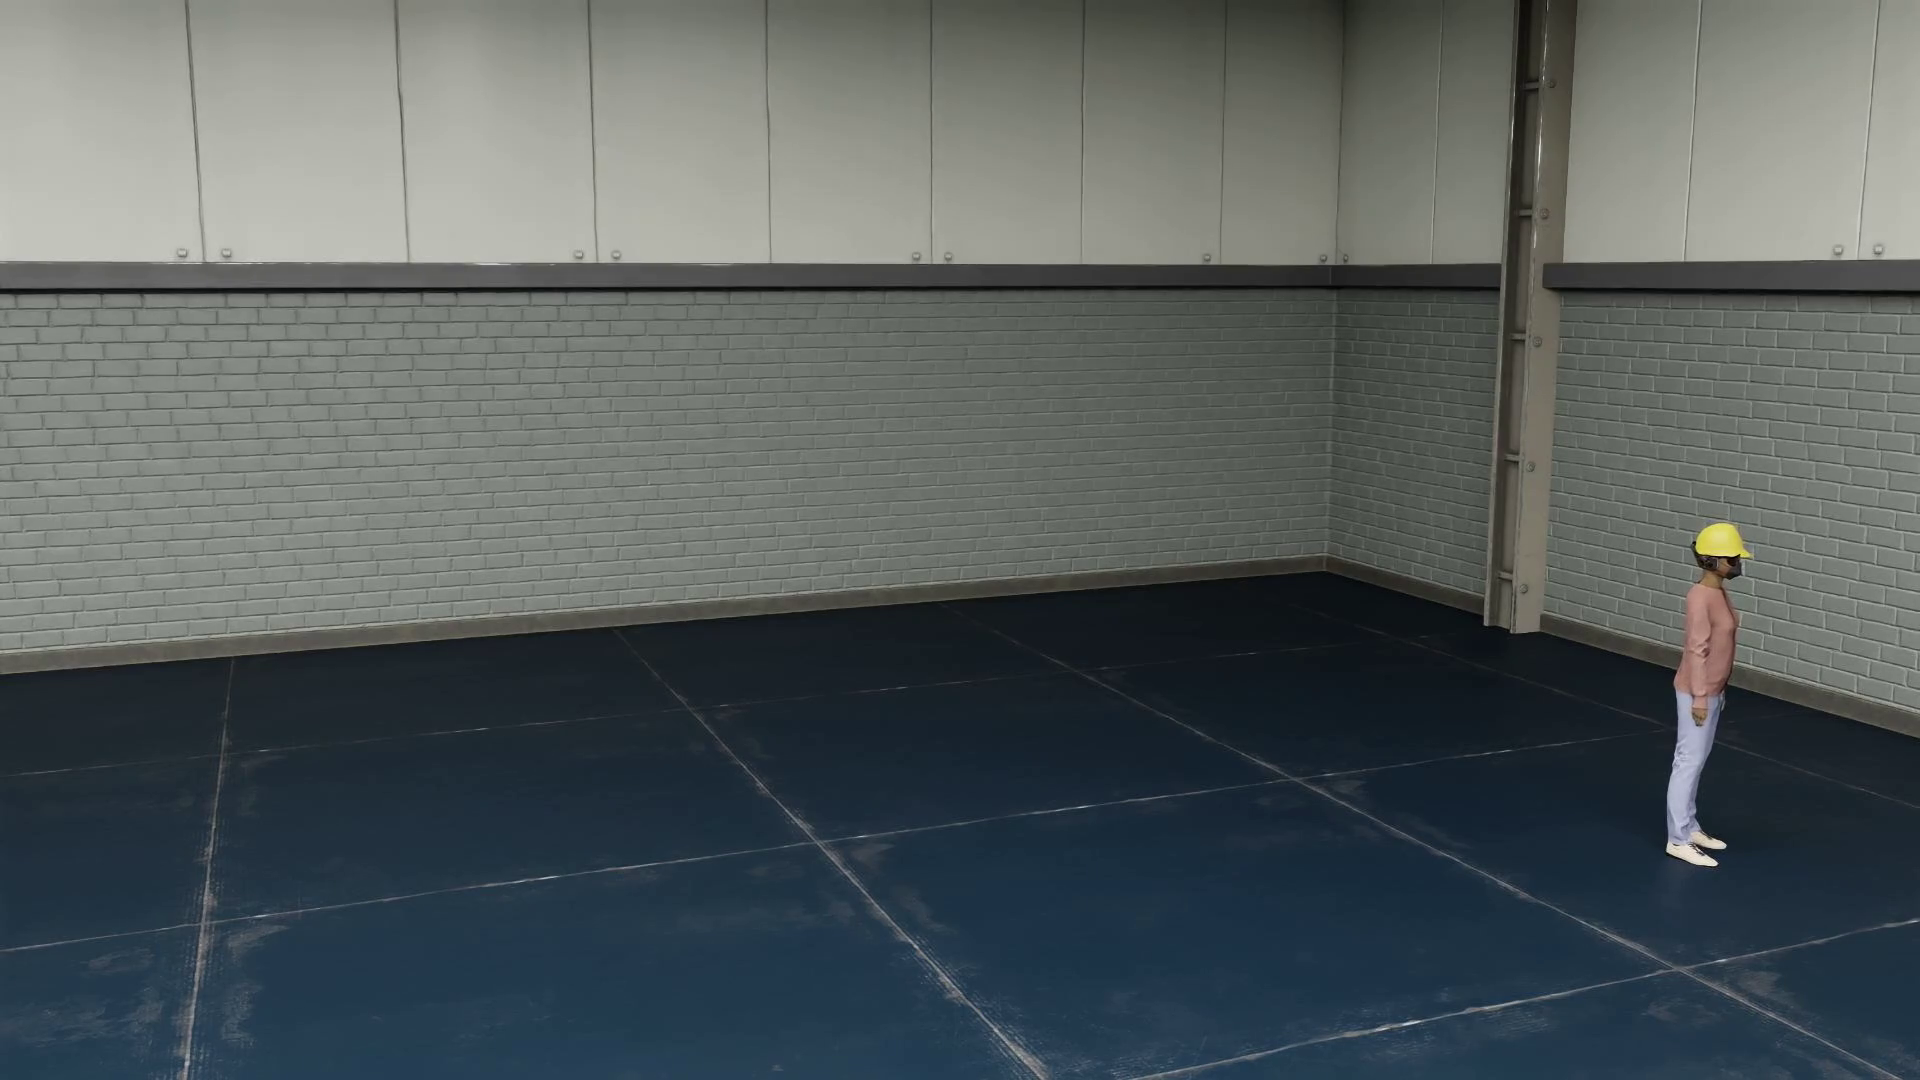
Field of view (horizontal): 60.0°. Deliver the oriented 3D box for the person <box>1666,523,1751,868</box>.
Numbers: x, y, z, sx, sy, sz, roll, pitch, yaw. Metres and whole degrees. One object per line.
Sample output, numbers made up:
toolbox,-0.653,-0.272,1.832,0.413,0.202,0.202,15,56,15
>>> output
person,3.879,0.788,8.631,0.314,1.769,0.523,6,11,33
